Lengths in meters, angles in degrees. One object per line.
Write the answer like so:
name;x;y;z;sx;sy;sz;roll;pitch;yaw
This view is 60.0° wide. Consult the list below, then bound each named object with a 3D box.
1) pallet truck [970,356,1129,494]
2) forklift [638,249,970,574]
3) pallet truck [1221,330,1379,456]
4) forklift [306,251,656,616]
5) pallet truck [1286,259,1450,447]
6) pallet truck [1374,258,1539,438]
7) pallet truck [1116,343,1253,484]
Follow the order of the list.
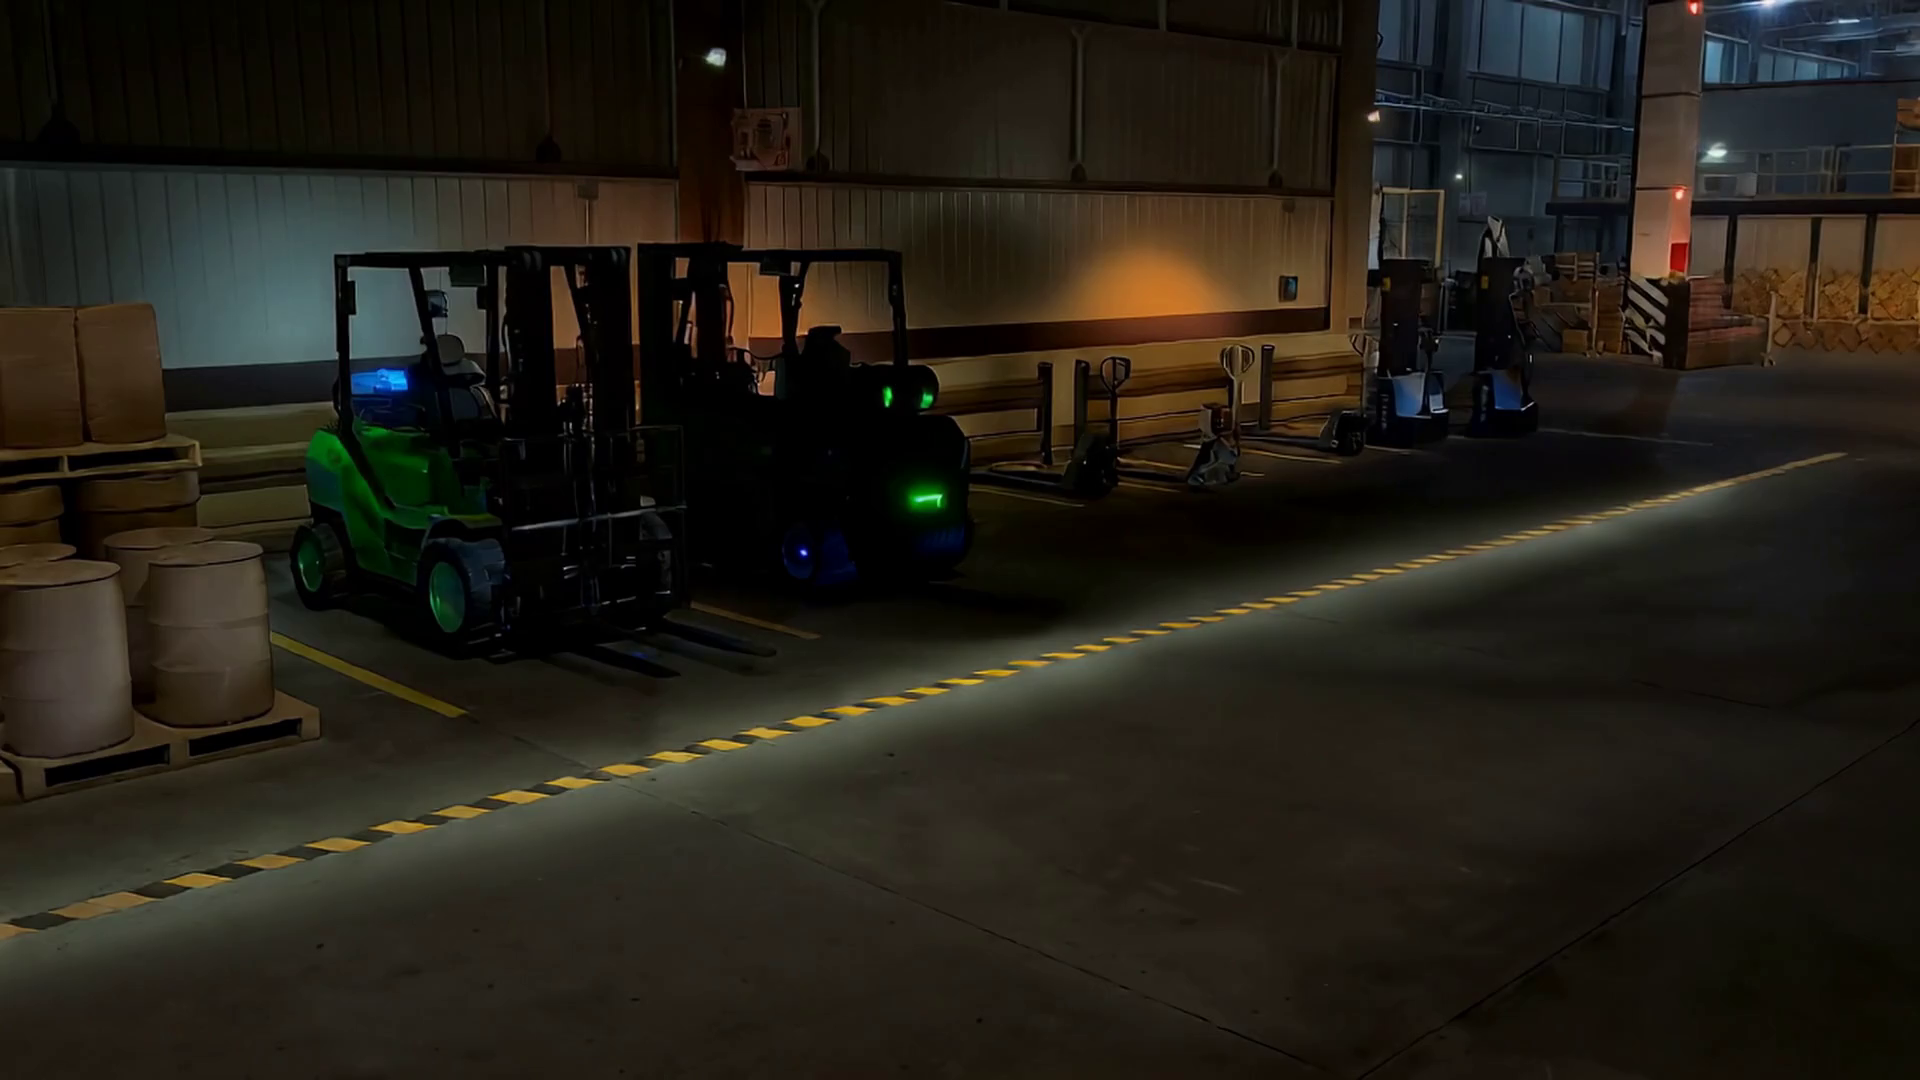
pallet truck;0.784;-1.085;14.876;0.680;1.201;1.601;-10;14;-44
forklift;-1.173;-0.958;11.239;2.680;1.987;1.157;10;14;43
pallet truck;3.563;-1.581;17.381;0.653;1.274;1.630;-10;14;-44
forklift;-2.833;-0.669;9.694;1.157;1.987;2.680;-10;14;-44
pallet truck;4.493;-2.078;18.196;0.823;1.965;1.885;-9;14;-40
pallet truck;5.704;-2.208;18.901;1.885;1.965;0.823;10;14;43
pallet truck;1.962;-1.215;15.415;1.522;1.261;0.704;10;14;43
